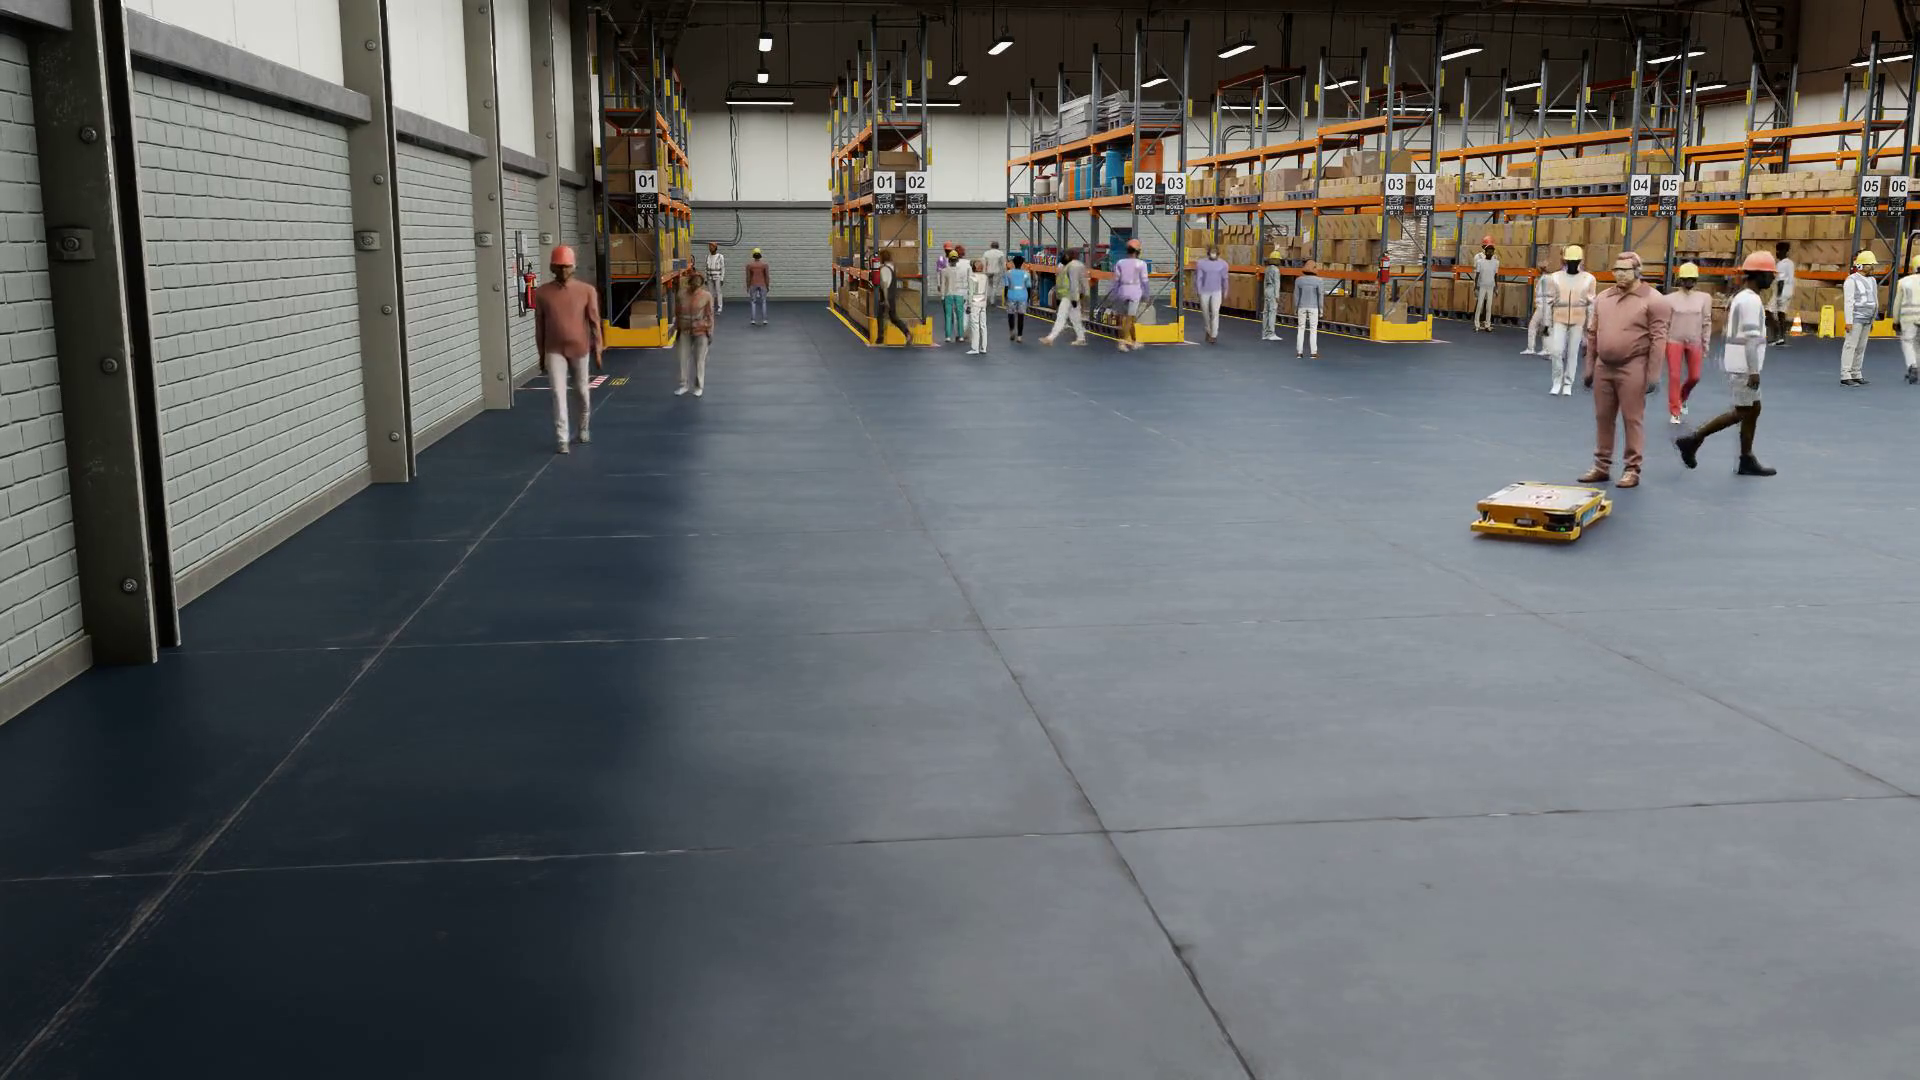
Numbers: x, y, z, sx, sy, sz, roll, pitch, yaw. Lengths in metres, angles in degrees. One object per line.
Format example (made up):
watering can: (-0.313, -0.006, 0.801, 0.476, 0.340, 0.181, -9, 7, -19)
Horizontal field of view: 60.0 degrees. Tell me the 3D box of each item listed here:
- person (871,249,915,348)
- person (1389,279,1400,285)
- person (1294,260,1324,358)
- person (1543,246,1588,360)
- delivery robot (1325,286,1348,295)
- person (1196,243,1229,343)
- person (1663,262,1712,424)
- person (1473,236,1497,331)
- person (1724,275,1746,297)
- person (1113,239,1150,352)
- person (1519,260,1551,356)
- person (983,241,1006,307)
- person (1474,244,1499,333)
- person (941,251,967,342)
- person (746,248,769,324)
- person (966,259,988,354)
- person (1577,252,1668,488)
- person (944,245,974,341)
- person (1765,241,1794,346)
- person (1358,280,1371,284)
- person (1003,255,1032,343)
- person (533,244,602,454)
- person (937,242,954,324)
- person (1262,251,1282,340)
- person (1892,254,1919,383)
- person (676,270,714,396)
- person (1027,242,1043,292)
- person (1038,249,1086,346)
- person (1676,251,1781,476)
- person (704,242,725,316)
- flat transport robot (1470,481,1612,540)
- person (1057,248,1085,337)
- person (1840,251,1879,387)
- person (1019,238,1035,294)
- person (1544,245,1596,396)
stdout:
person: (-1.240, -4.400, 30.371, 0.791, 1.818, 0.504, 6, 12, 30)
person: (13.340, -8.122, 50.771, 1.021, 1.805, 0.529, 3, 11, 14)
person: (5.848, -3.865, 27.899, 0.508, 1.632, 0.264, 6, 12, 28)
person: (10.044, -3.889, 27.364, 0.699, 1.877, 0.663, 3, 11, 14)
delivery robot: (11.238, -7.317, 49.522, 0.707, 0.478, 0.477, 1, 10, 6)
person: (4.868, -4.767, 32.084, 0.625, 1.912, 0.812, 2, 11, 13)
person: (7.909, -2.154, 18.194, 0.524, 1.758, 0.518, 2, 10, 9)
person: (11.394, -5.546, 36.023, 0.605, 2.037, 0.404, -5, 11, -26)
person: (20.917, -7.101, 44.885, 0.589, 1.916, 0.399, -1, 10, -8)
person: (3.024, -4.319, 29.433, 0.631, 1.992, 1.064, 8, 13, 36)
person: (9.850, -3.959, 28.441, 0.655, 1.614, 0.552, 3, 11, 18)
person: (1.053, -7.752, 48.457, 0.634, 1.894, 0.962, 5, 11, 24)
person: (11.178, -5.331, 35.307, 0.519, 1.865, 0.327, 0, 10, 1)
person: (-0.118, -4.728, 32.289, 0.518, 1.759, 0.339, -1, 10, -5)
person: (-4.704, -5.909, 38.743, 0.533, 1.767, 0.323, -1, 10, -7)
person: (0.296, -4.031, 28.791, 0.305, 1.640, 0.522, 8, 13, 36)
person: (5.383, -1.386, 13.562, 0.404, 1.905, 0.651, -8, 13, -36)
person: (-0.030, -4.839, 32.586, 0.605, 1.865, 0.645, -1, 10, -7)
person: (15.176, -4.553, 30.803, 0.612, 1.943, 0.440, -9, 14, -42)
person: (12.471, -8.276, 51.362, 0.528, 1.890, 0.734, -1, 10, -5)
person: (1.107, -4.652, 32.064, 0.559, 1.677, 0.487, 0, 10, -2)
person: (-3.734, -1.836, 15.899, 0.622, 1.965, 0.925, -2, 10, -9)
person: (-0.242, -5.966, 38.673, 0.575, 1.898, 0.938, -2, 10, -9)
person: (6.186, -4.830, 32.895, 0.313, 1.741, 0.487, -4, 11, -19)
person: (13.327, -3.077, 23.135, 0.590, 1.811, 0.824, 3, 11, 16)
person: (-3.356, -2.619, 21.114, 0.551, 1.603, 0.426, 2, 11, 12)
person: (2.128, -7.759, 48.551, 0.881, 1.904, 0.565, -2, 11, -11)
person: (1.931, -4.494, 30.919, 0.971, 1.787, 0.657, -1, 10, -7)
person: (6.567, -1.488, 14.111, 0.736, 1.914, 0.560, 4, 11, 22)
person: (-6.357, -6.743, 42.988, 0.584, 1.882, 0.347, 5, 11, 26)
flat transport robot: (4.089, -0.218, 11.643, 0.652, 0.197, 1.431, 6, 12, 31)
person: (2.270, -5.064, 33.992, 0.622, 1.810, 0.860, -2, 11, -12)
person: (12.237, -2.998, 22.601, 0.600, 1.832, 0.404, -7, 12, -32)
person: (2.033, -8.253, 50.996, 0.517, 1.979, 0.636, 0, 10, 1)
person: (7.762, -2.781, 21.183, 0.612, 1.908, 0.650, 4, 11, 20)
